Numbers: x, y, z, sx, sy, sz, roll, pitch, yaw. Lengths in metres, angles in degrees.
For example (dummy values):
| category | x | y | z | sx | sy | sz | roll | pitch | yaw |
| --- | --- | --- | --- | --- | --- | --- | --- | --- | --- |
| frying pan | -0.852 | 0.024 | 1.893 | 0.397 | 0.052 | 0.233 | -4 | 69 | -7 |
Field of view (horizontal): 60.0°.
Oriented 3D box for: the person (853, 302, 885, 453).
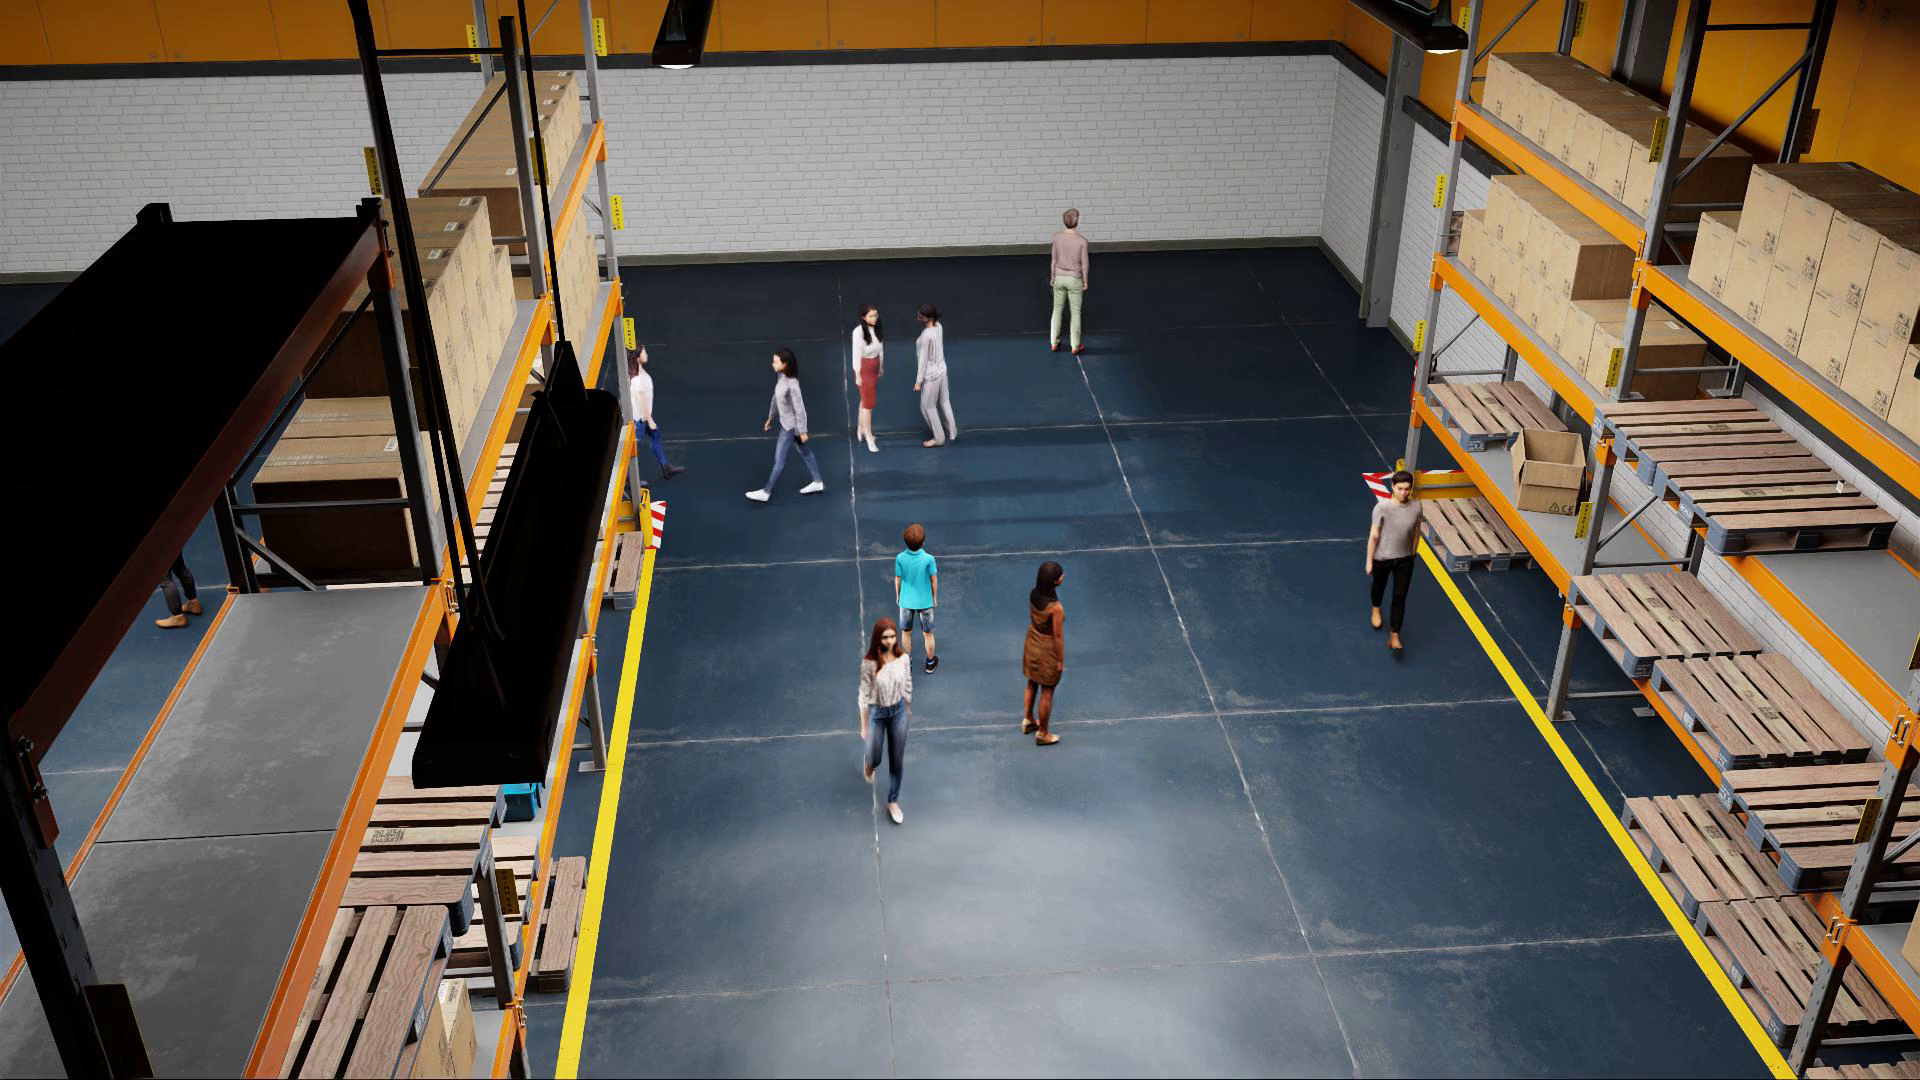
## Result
| category | x | y | z | sx | sy | sz | roll | pitch | yaw |
| --- | --- | --- | --- | --- | --- | --- | --- | --- | --- |
| person | -1.050 | -1.867 | 18.717 | 0.830 | 1.734 | 0.770 | 17 | 33 | 28 |

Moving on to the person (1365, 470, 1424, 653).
| category | x | y | z | sx | sy | sz | roll | pitch | yaw |
| --- | --- | --- | --- | --- | --- | --- | --- | --- | --- |
| person | 3.927 | 0.114 | 15.146 | 0.772 | 1.677 | 1.136 | 3 | 29 | 5 |

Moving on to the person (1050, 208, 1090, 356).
| category | x | y | z | sx | sy | sz | roll | pitch | yaw |
| --- | --- | --- | --- | --- | --- | --- | --- | --- | --- |
| person | 1.375 | -3.294 | 21.190 | 0.745 | 1.870 | 0.736 | 9 | 30 | 15 |

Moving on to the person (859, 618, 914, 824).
| category | x | y | z | sx | sy | sz | roll | pitch | yaw |
| --- | --- | --- | --- | --- | --- | --- | --- | --- | --- |
| person | -0.604 | 1.332 | 12.870 | 0.708 | 1.718 | 0.933 | -9 | 30 | -16 |

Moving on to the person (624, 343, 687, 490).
| category | x | y | z | sx | sy | sz | roll | pitch | yaw |
| --- | --- | --- | --- | --- | --- | --- | --- | --- | --- |
| person | -3.508 | -1.286 | 17.731 | 0.794 | 1.659 | 0.906 | -7 | 29 | -13 |

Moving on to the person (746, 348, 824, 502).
| category | x | y | z | sx | sy | sz | roll | pitch | yaw |
| --- | --- | --- | --- | --- | --- | --- | --- | --- | --- |
| person | -1.683 | -1.233 | 17.597 | 0.846 | 1.693 | 1.103 | -8 | 30 | -15 |

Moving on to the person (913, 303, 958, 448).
| category | x | y | z | sx | sy | sz | roll | pitch | yaw |
| --- | --- | --- | --- | --- | --- | --- | --- | --- | --- |
| person | -0.251 | -1.853 | 18.688 | 0.923 | 1.737 | 0.771 | 22 | 35 | 34 |

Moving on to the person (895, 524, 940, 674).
| category | x | y | z | sx | sy | sz | roll | pitch | yaw |
| --- | --- | --- | --- | --- | --- | --- | --- | --- | --- |
| person | -0.386 | 0.512 | 14.653 | 0.556 | 1.448 | 0.536 | 3 | 29 | 6 |

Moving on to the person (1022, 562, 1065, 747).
| category | x | y | z | sx | sy | sz | roll | pitch | yaw |
| --- | --- | --- | --- | --- | --- | --- | --- | --- | --- |
| person | 0.683 | 0.922 | 13.656 | 0.699 | 1.684 | 0.589 | -17 | 33 | -28 |
